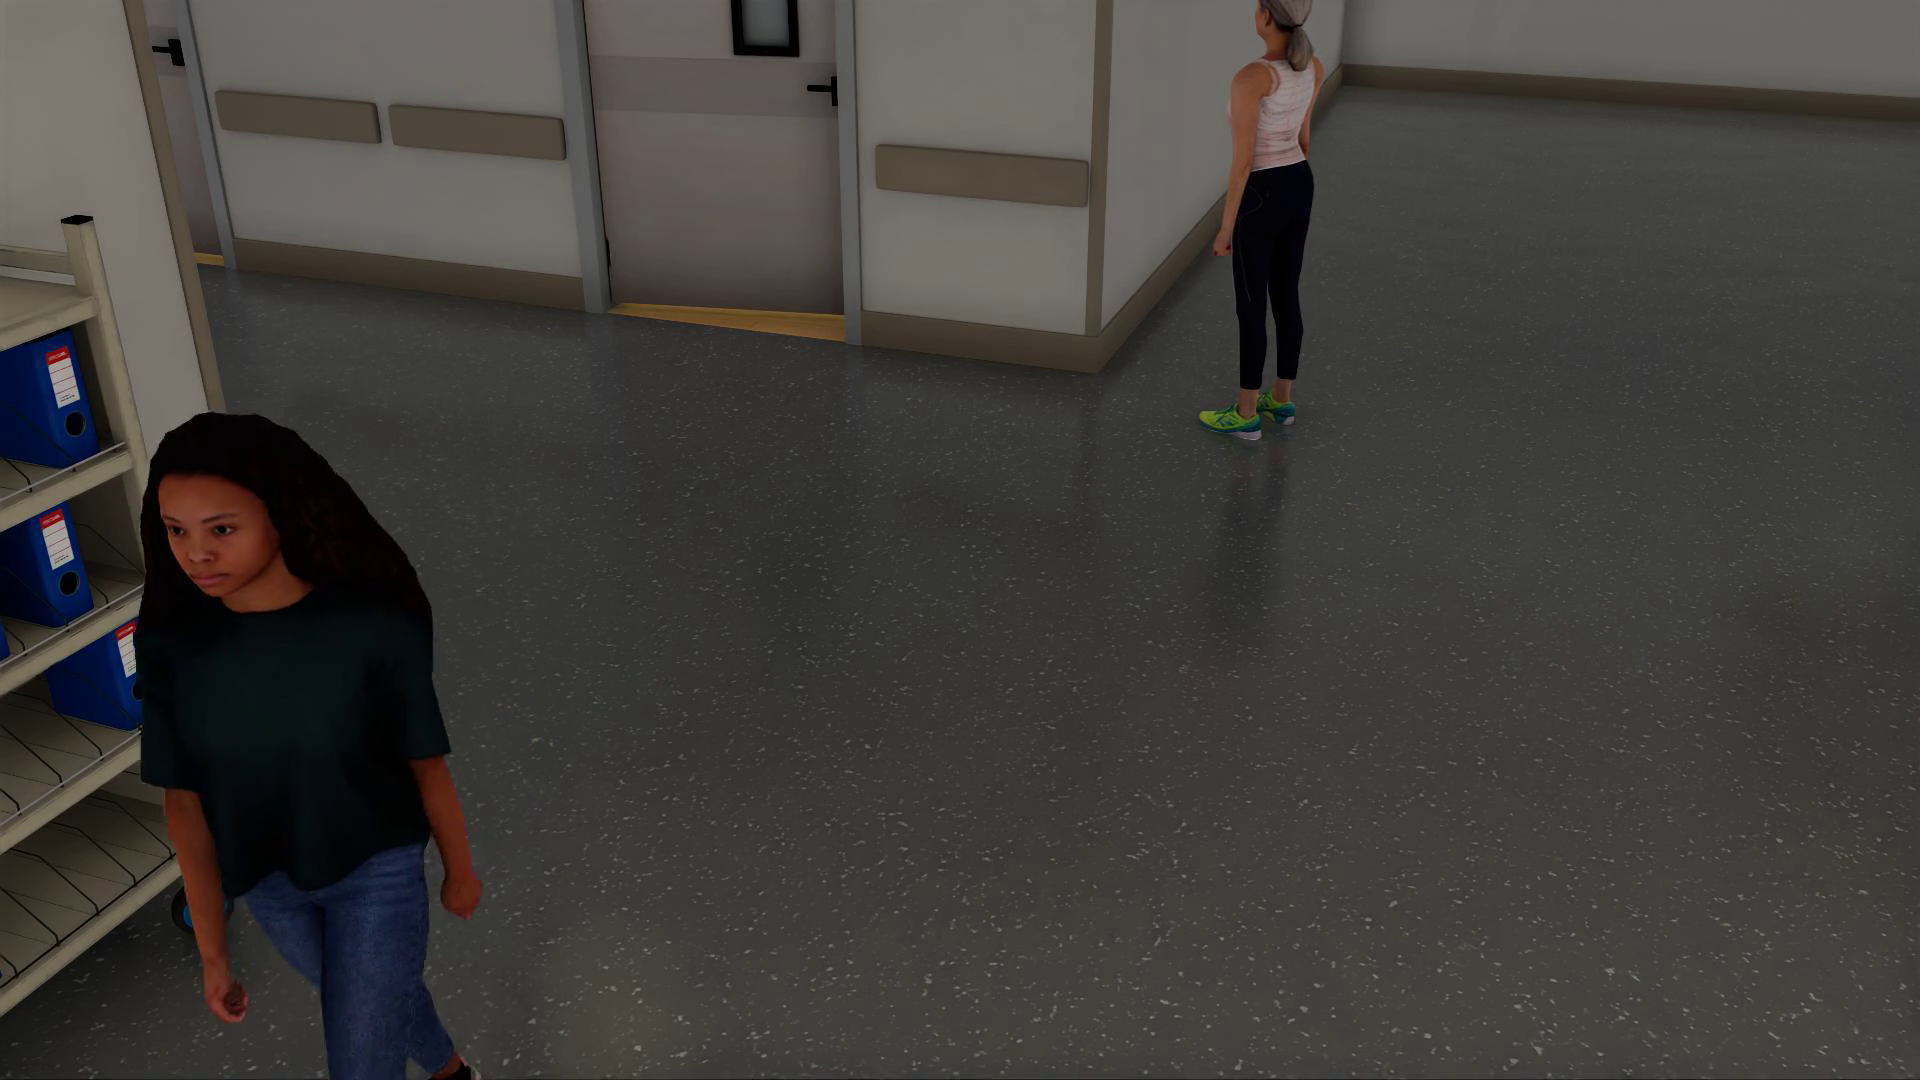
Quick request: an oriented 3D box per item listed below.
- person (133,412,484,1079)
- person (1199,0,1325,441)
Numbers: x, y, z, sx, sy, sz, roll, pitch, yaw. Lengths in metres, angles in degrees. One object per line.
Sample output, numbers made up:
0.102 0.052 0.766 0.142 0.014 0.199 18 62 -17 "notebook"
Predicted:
-1.008 0.514 2.748 0.811 1.574 1.165 0 26 0 "person"
1.161 -1.223 6.204 0.623 1.703 0.736 -21 33 -36 "person"
